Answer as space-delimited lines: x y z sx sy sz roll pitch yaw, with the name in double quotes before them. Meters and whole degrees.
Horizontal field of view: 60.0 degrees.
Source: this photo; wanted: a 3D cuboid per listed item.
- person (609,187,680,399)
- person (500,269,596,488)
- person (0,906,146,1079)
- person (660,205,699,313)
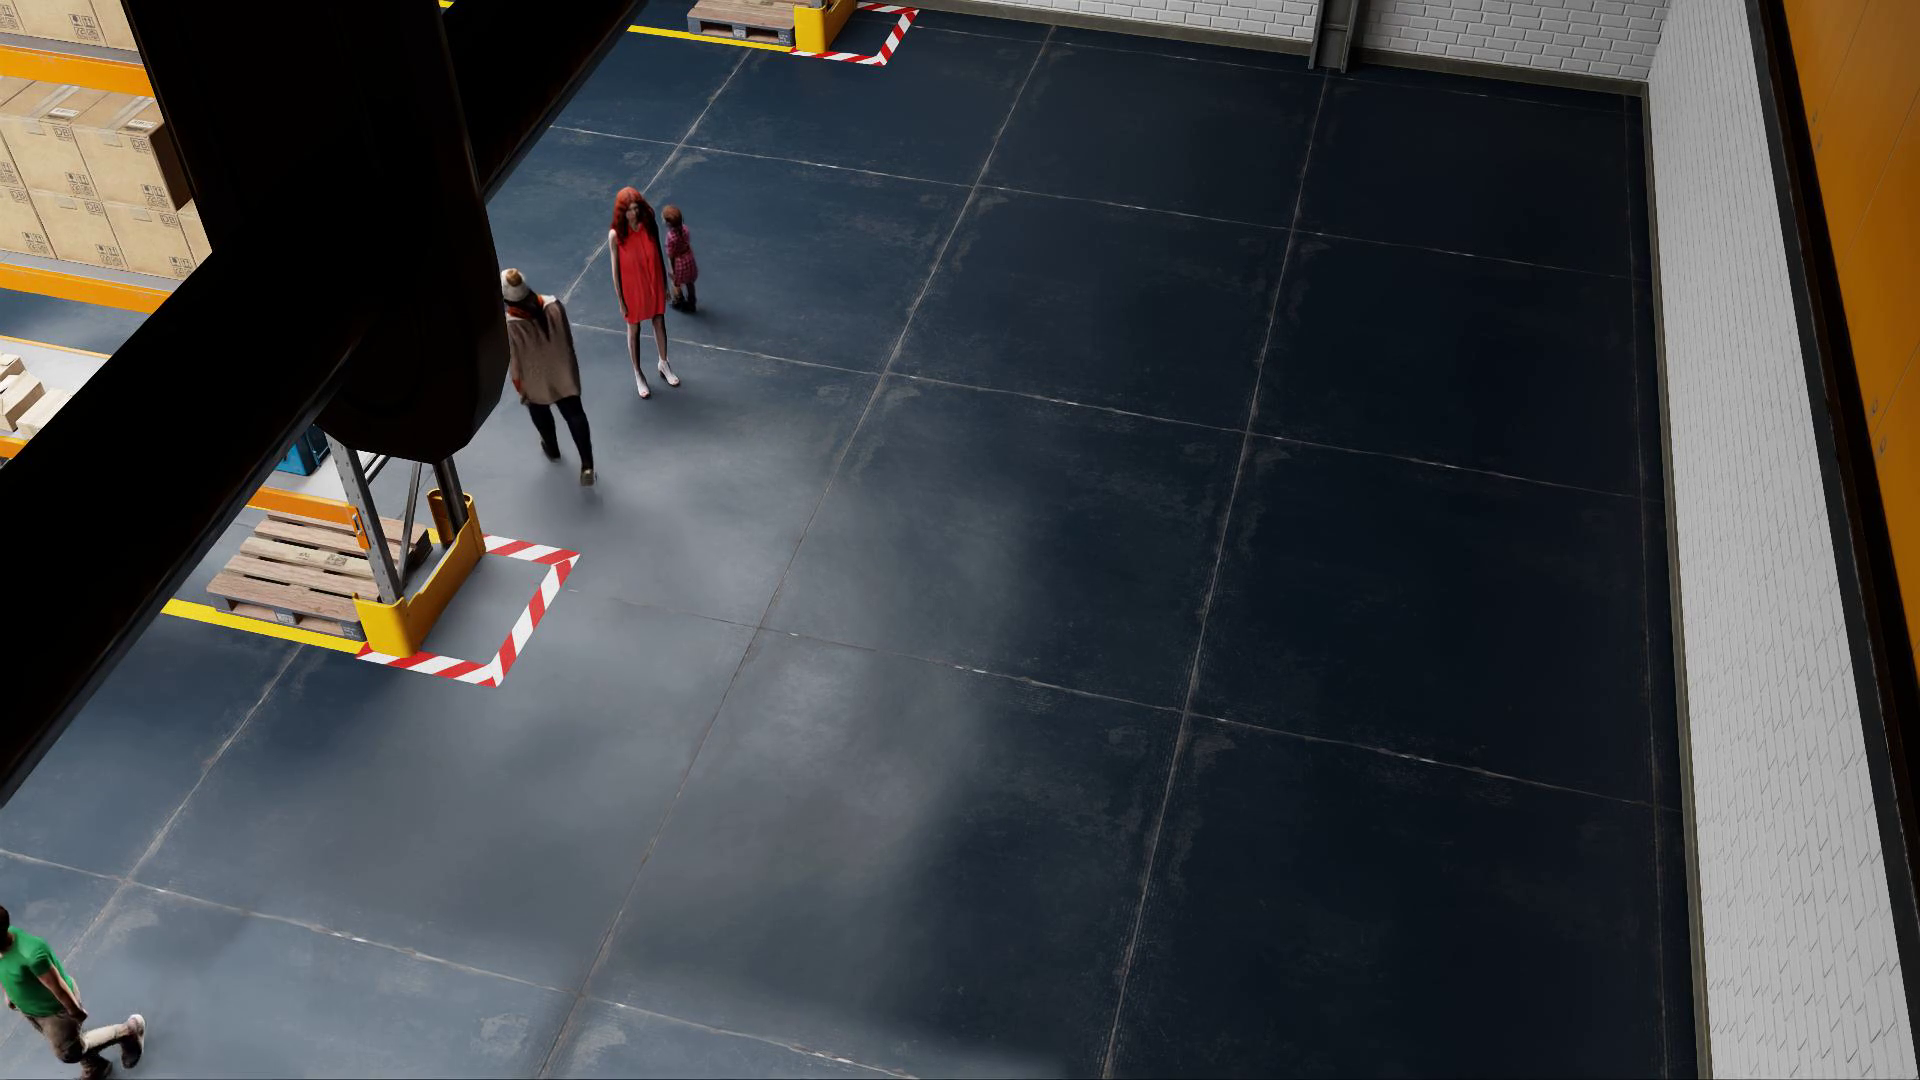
"person" -2.483 -1.944 12.991 0.655 1.828 0.703 -24 49 -23
"person" -3.002 -1.180 12.164 1.143 1.862 1.180 -20 47 -19
"person" -4.692 2.315 8.656 0.725 1.640 0.728 18 47 18
"person" -2.326 -2.346 14.004 0.561 1.013 0.515 32 52 29
